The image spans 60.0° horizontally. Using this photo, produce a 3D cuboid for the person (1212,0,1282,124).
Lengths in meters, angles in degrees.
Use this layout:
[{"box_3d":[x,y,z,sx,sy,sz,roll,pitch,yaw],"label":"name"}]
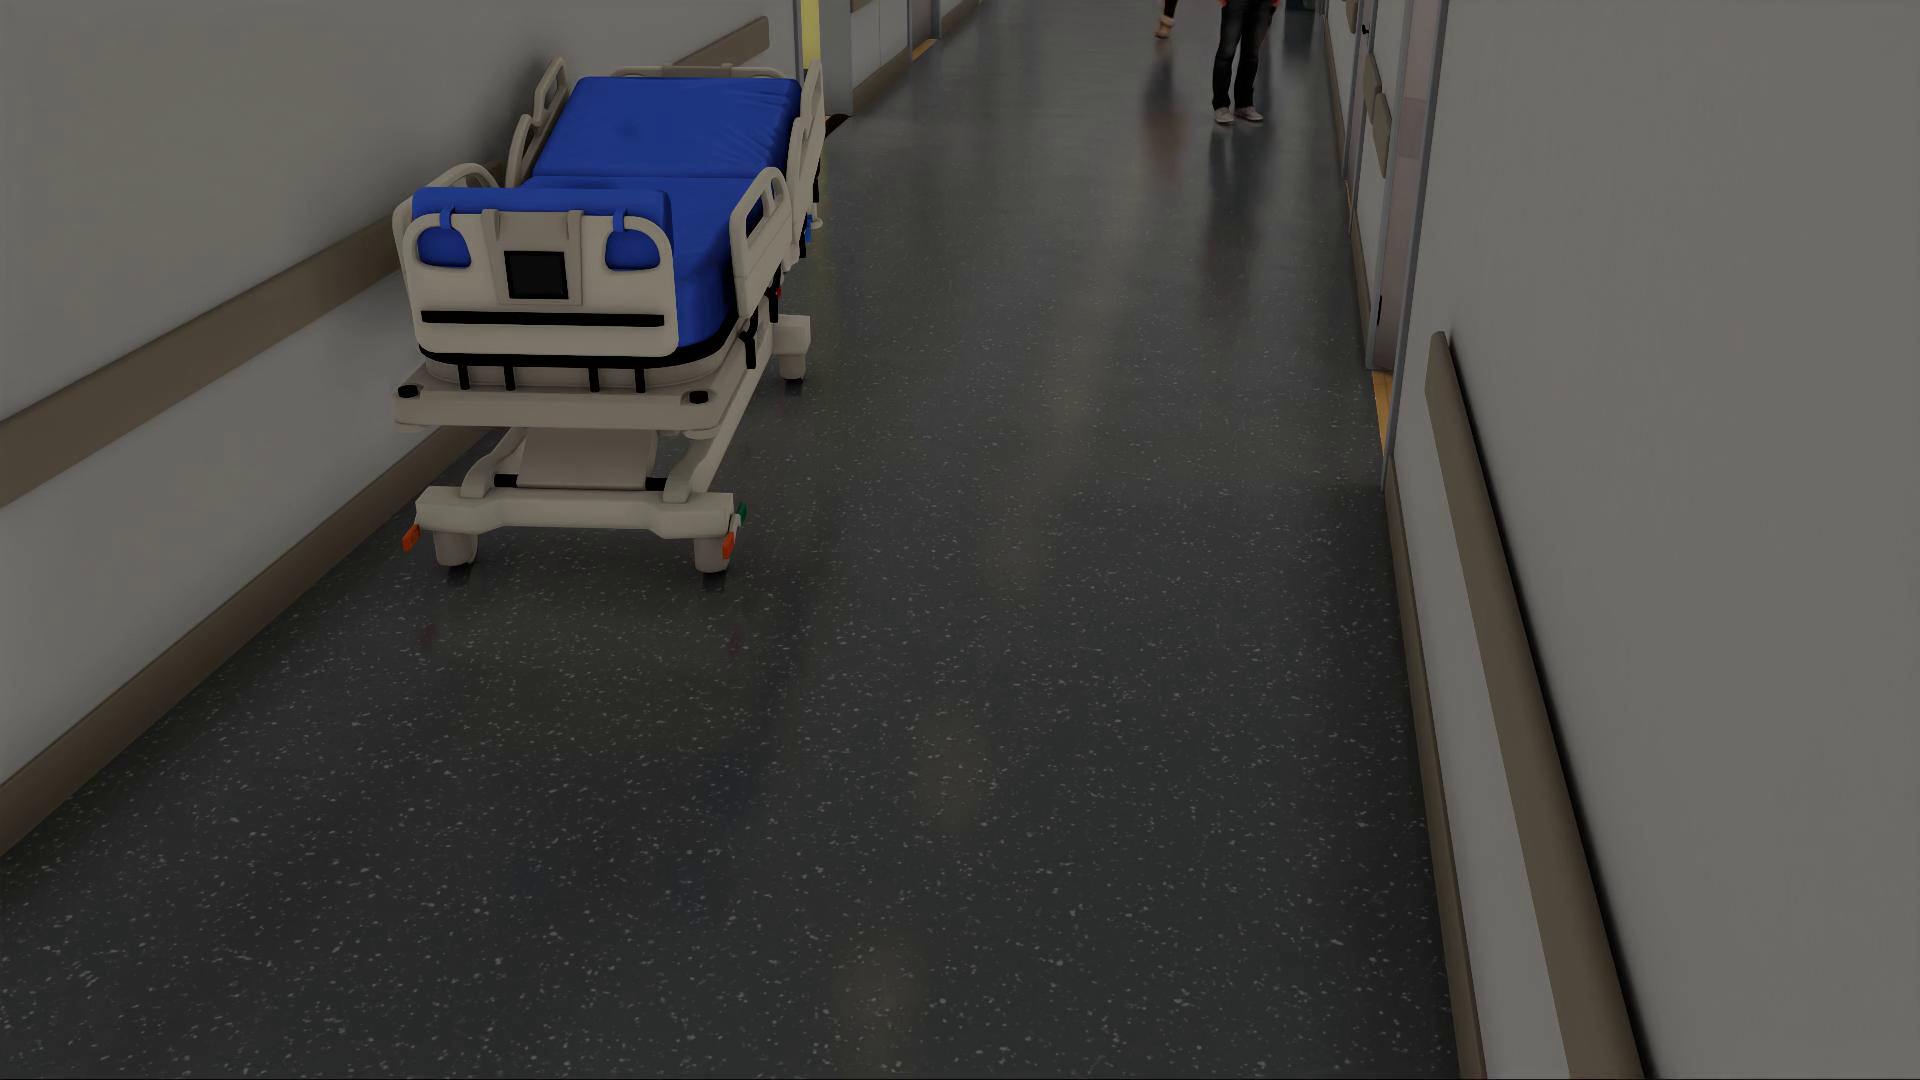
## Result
[{"box_3d":[1.999,-3.862,11.628,0.675,1.810,0.796,-9,27,-19],"label":"person"}]
